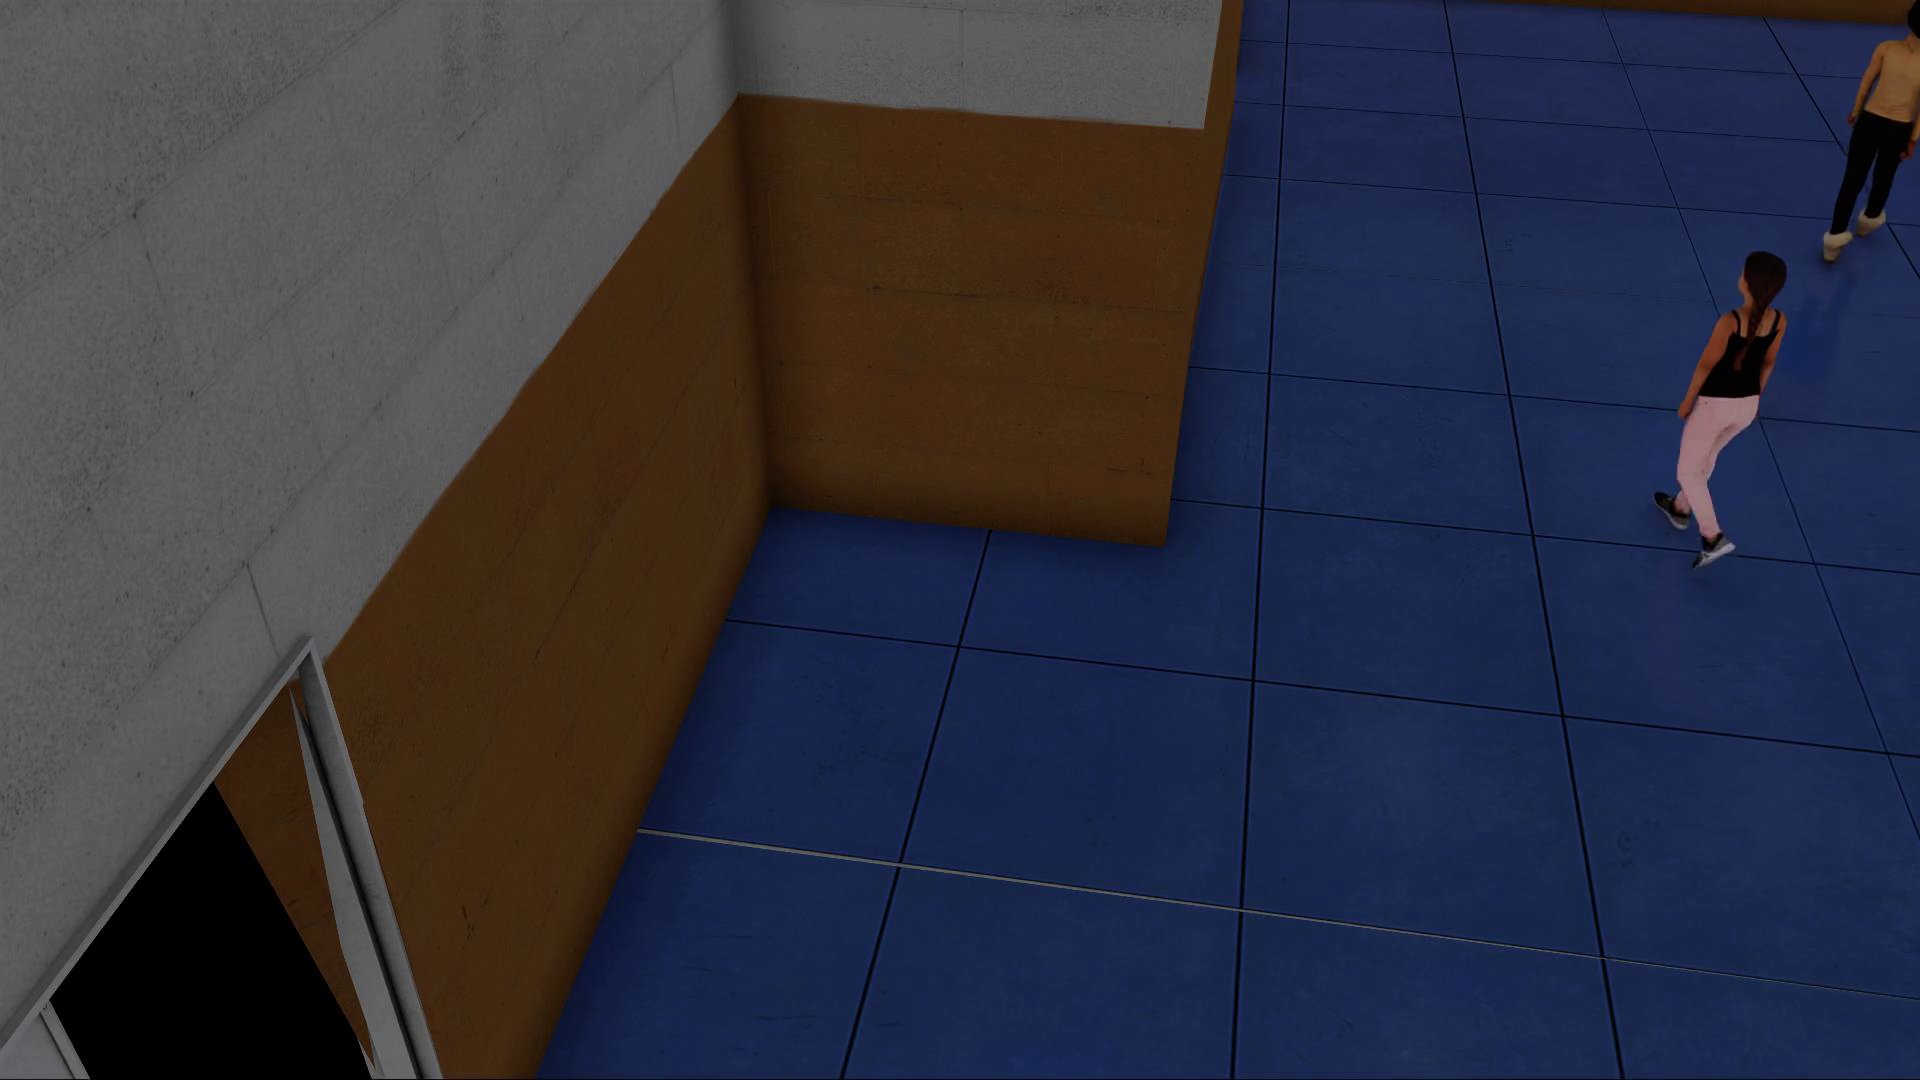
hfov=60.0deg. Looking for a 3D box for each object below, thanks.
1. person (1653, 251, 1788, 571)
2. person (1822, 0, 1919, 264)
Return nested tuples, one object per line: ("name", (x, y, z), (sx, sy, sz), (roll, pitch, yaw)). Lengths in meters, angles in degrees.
("person", (3.582, -0.576, 7.733), (0.952, 1.543, 0.795), (-6, 37, -8))
("person", (5.637, -2.473, 10.187), (1.039, 1.631, 0.929), (21, 42, 25))
